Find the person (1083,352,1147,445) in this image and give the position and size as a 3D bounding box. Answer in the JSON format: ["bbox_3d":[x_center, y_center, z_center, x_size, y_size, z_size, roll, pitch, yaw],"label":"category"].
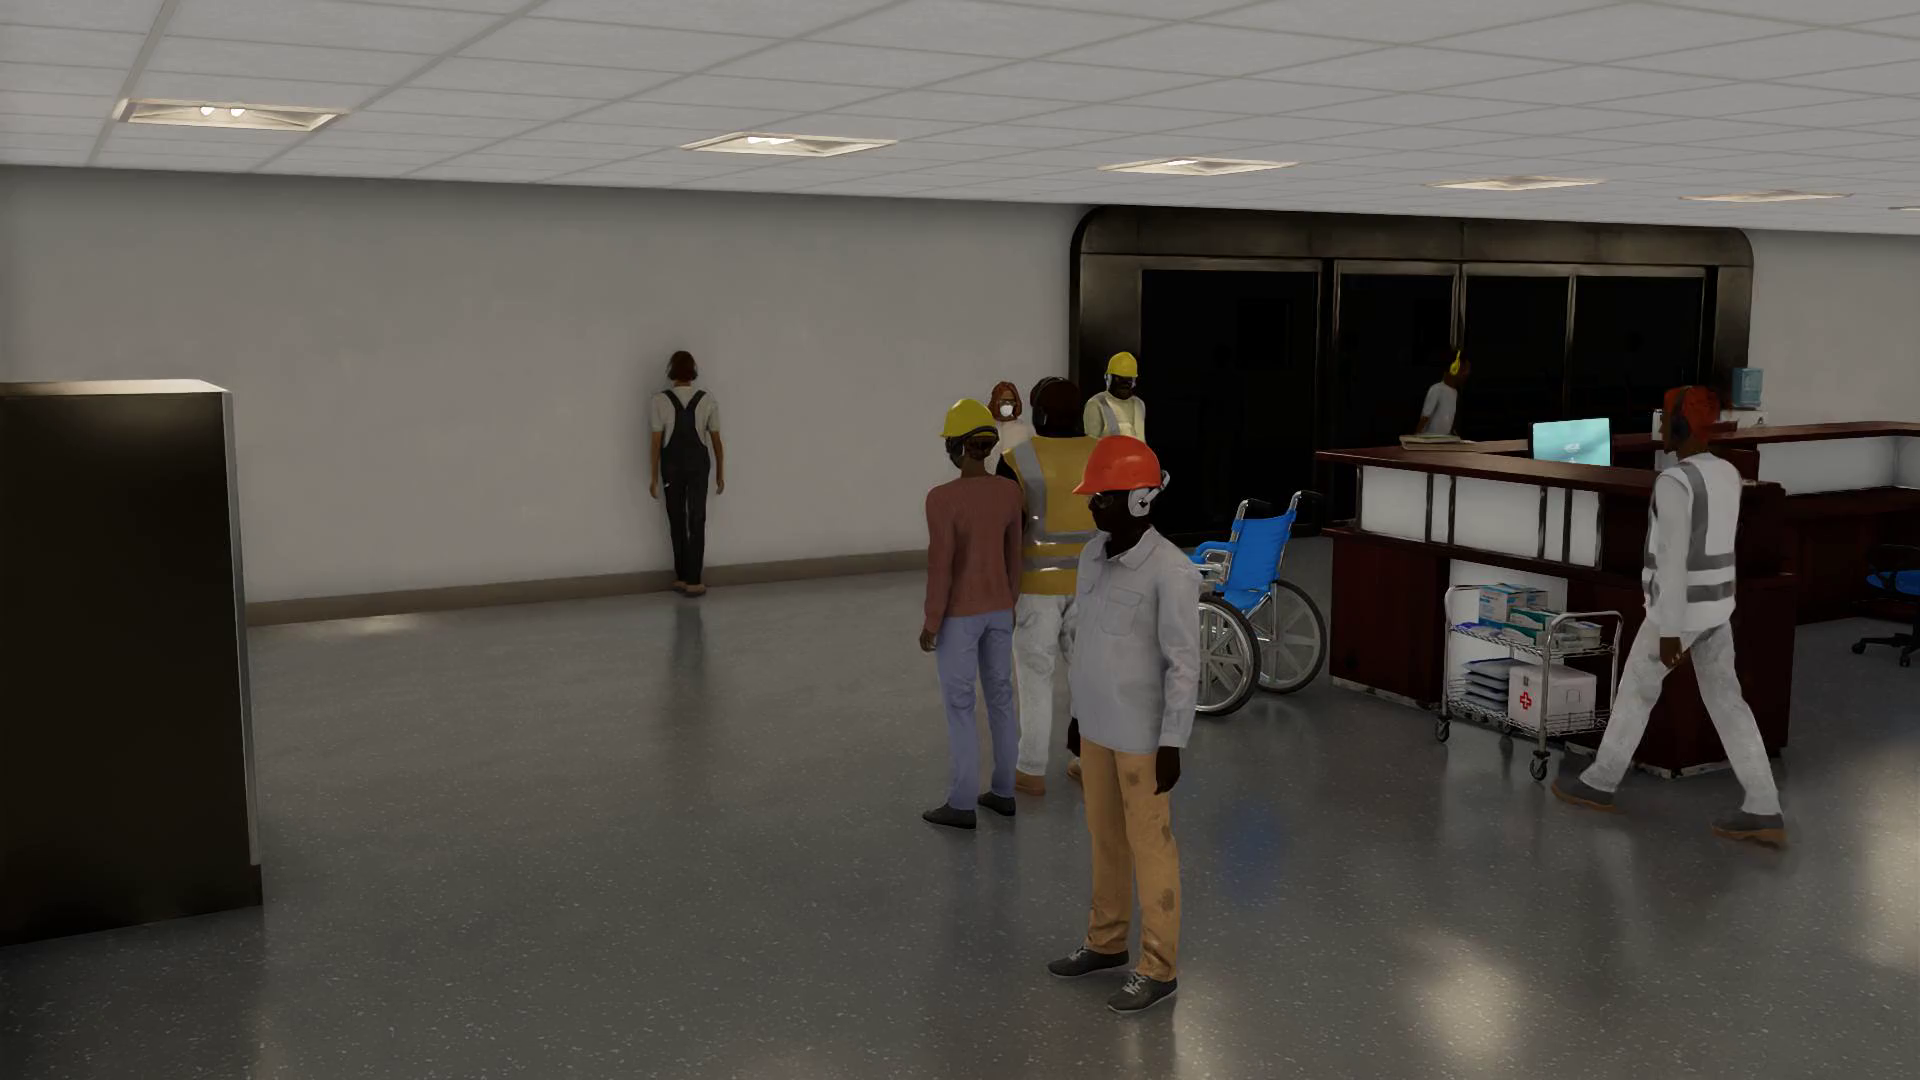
[{"bbox_3d":[1.159,-0.461,12.179,0.591,1.828,0.404,-7,11,-42],"label":"person"}]

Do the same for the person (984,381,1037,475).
[{"bbox_3d":[0.309,-0.321,11.911,0.505,1.627,0.286,0,8,-3],"label":"person"}]

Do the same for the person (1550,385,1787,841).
[{"bbox_3d":[2.961,0.286,6.783,0.593,1.833,1.007,-6,10,-36],"label":"person"}]

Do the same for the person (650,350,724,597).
[{"bbox_3d":[-2.037,-0.493,12.398,0.554,1.833,0.515,-2,8,-15],"label":"person"}]

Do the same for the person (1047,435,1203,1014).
[{"bbox_3d":[0.495,0.552,5.114,0.330,1.750,0.572,-5,9,-30],"label":"person"}]

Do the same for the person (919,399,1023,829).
[{"bbox_3d":[0.039,0.302,6.883,0.534,1.767,0.314,-7,11,-43],"label":"person"}]

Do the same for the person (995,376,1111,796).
[{"bbox_3d":[0.416,0.203,7.334,0.636,1.841,0.429,-3,9,-23],"label":"person"}]
